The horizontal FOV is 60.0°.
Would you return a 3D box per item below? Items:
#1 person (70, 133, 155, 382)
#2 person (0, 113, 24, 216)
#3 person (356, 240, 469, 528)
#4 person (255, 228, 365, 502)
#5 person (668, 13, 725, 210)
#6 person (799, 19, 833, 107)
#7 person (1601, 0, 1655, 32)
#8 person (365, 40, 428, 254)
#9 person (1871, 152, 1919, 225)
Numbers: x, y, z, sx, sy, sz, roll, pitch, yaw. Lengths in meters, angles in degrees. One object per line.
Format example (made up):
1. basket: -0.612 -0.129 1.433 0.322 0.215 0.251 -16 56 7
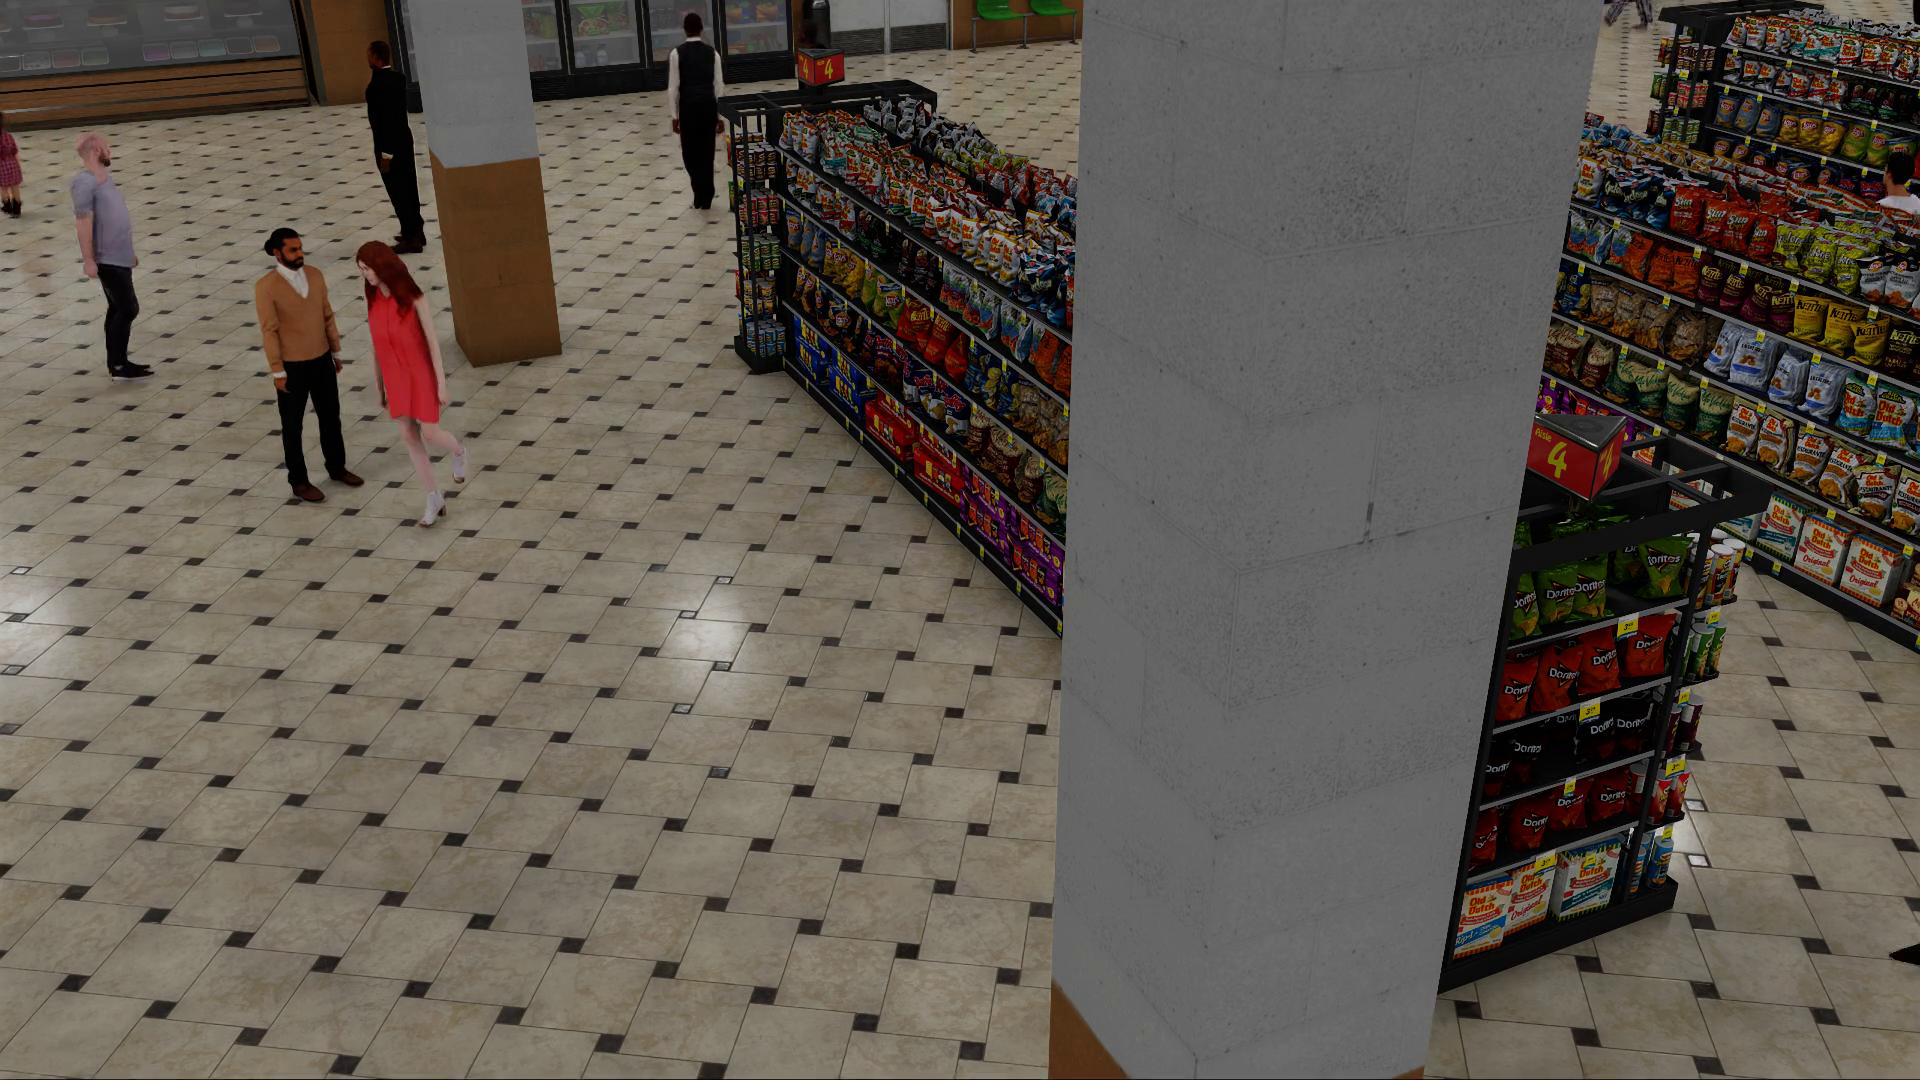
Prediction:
1. person: -6.338 -2.060 12.312 0.866 1.799 0.629 1 27 1
2. person: -9.438 -3.716 16.450 0.597 1.010 0.521 24 35 38
3. person: -3.314 -0.975 10.171 0.870 1.801 0.947 6 27 11
4. person: -4.157 -1.119 10.512 0.746 1.749 0.746 18 32 31
5. person: -2.567 -4.156 16.332 0.828 1.902 1.014 -5 27 -10
6. person: -1.438 -4.300 16.707 0.810 1.818 0.723 6 28 12
7. person: 10.462 -8.624 25.438 1.189 1.634 0.954 22 34 37
8. person: -5.176 -3.596 15.225 0.857 1.904 0.720 1 27 2
9. person: 6.639 -1.825 11.898 0.750 1.754 1.157 -7 28 -13
